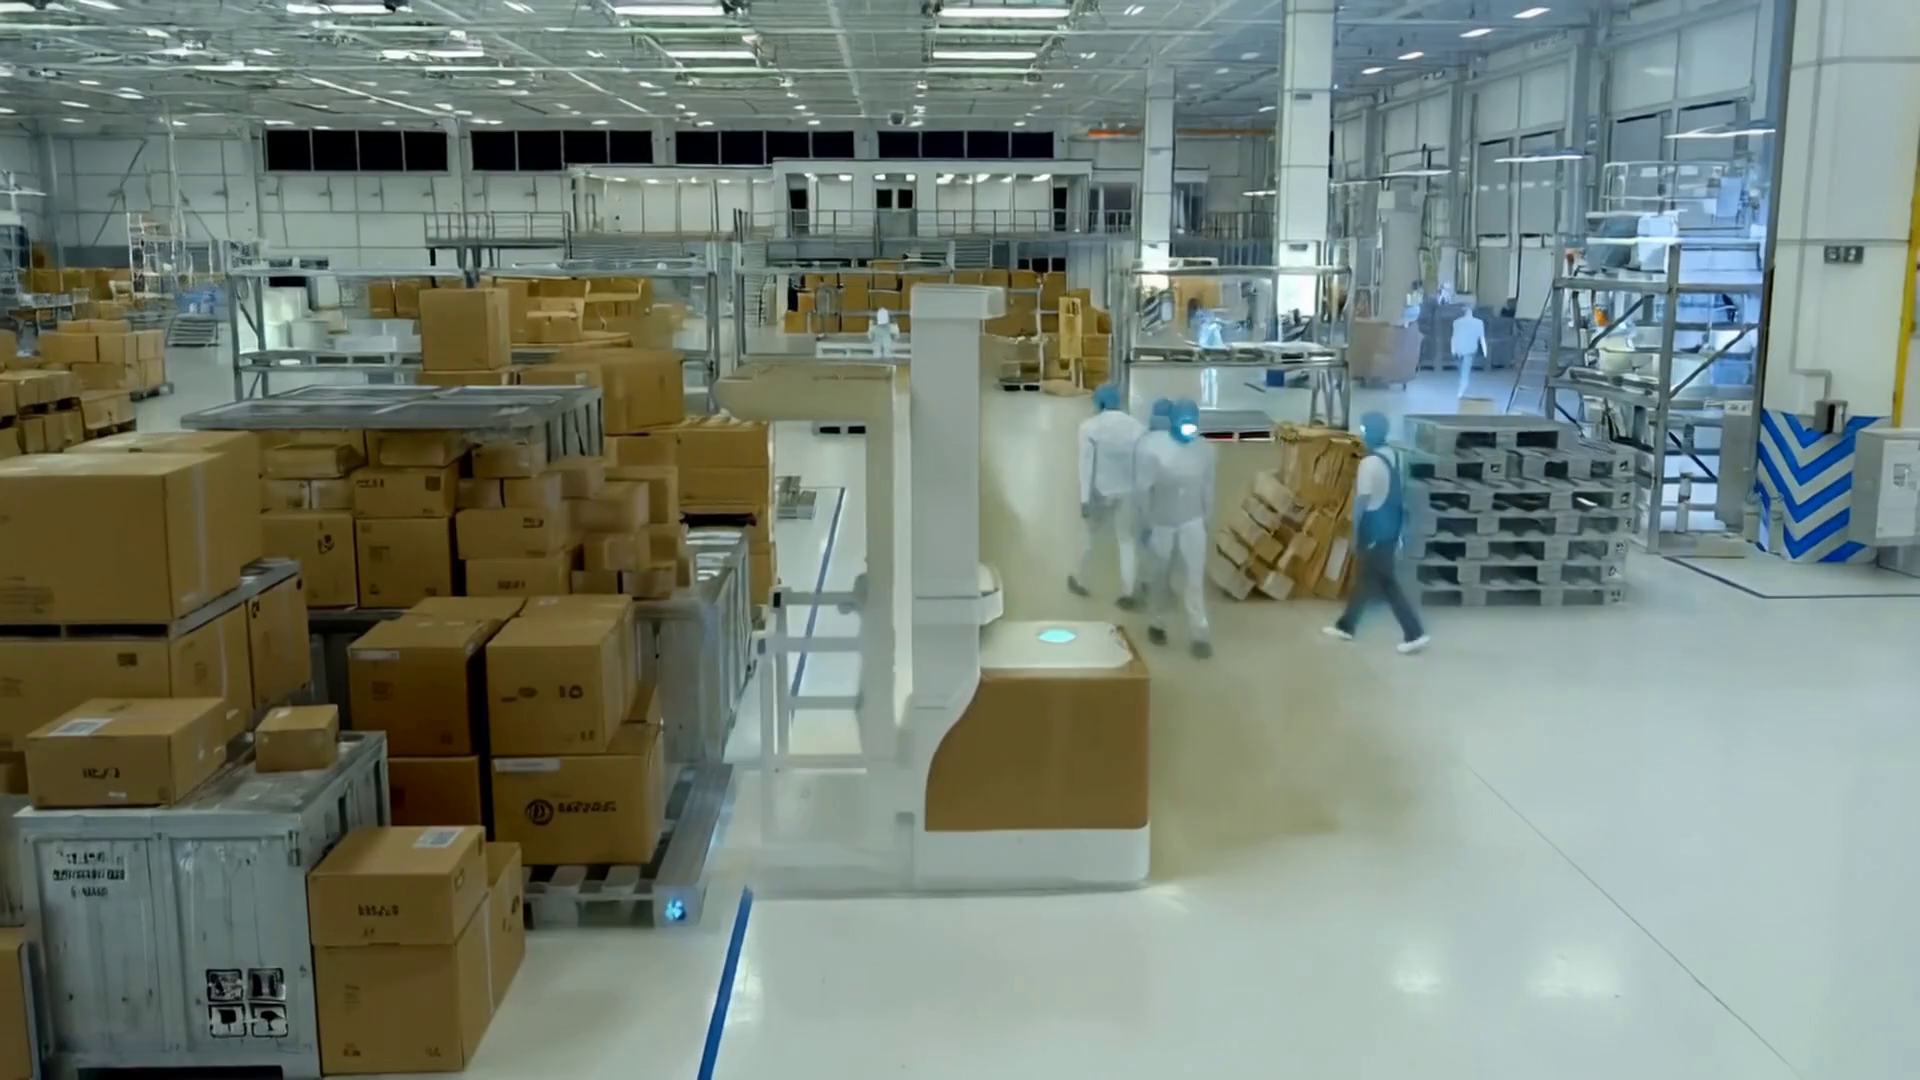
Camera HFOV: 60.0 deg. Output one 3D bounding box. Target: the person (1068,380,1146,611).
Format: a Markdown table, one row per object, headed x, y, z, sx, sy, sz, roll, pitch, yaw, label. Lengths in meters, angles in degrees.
| x | y | z | sx | sy | sz | roll | pitch | yaw | label |
| --- | --- | --- | --- | --- | --- | --- | --- | --- | --- |
| 1.235 | -0.393 | 13.935 | 0.646 | 1.885 | 0.953 | -4 | 11 | -20 | person |

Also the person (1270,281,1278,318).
| x | y | z | sx | sy | sz | roll | pitch | yaw | label |
| --- | --- | --- | --- | --- | --- | --- | --- | --- | --- |
| 10.005 | -7.290 | 52.598 | 0.701 | 1.802 | 0.697 | -7 | 12 | -33 | person |

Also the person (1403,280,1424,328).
| x | y | z | sx | sy | sz | roll | pitch | yaw | label |
| --- | --- | --- | --- | --- | --- | --- | --- | --- | --- |
| 13.098 | -6.541 | 48.086 | 0.574 | 1.926 | 0.506 | 2 | 10 | 13 | person |

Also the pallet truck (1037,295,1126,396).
| x | y | z | sx | sy | sz | roll | pitch | yaw | label |
| --- | --- | --- | --- | --- | --- | --- | --- | --- | --- |
| 2.483 | -3.881 | 33.060 | 1.885 | 1.965 | 0.823 | -7 | 13 | -36 | pallet truck |

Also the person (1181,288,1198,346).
| x | y | z | sx | sy | sz | roll | pitch | yaw | label |
| --- | --- | --- | --- | --- | --- | --- | --- | --- | --- |
| 6.662 | -6.463 | 48.299 | 0.567 | 1.677 | 0.553 | -2 | 10 | -12 | person |

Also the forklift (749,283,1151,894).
| x | y | z | sx | sy | sz | roll | pitch | yaw | label |
| --- | --- | --- | --- | --- | --- | --- | --- | --- | --- |
| -0.055 | 0.174 | 8.009 | 1.873 | 2.768 | 1.129 | 0 | 10 | -2 | forklift |

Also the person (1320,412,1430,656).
| x | y | z | sx | sy | sz | roll | pitch | yaw | label |
| --- | --- | --- | --- | --- | --- | --- | --- | --- | --- |
| 3.134 | -0.055 | 12.343 | 0.971 | 1.798 | 0.517 | 10 | 14 | 43 | person |

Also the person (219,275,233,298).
| x | y | z | sx | sy | sz | roll | pitch | yaw | label |
| --- | --- | --- | --- | --- | --- | --- | --- | --- | --- |
| -26.176 | -8.535 | 59.453 | 0.593 | 1.838 | 0.976 | 0 | 10 | 0 | person |

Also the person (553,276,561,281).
| x | y | z | sx | sy | sz | roll | pitch | yaw | label |
| --- | --- | --- | --- | --- | --- | --- | --- | --- | --- |
| -14.496 | -8.684 | 60.012 | 0.586 | 1.928 | 0.369 | 7 | 12 | 34 | person |

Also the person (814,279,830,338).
| x | y | z | sx | sy | sz | roll | pitch | yaw | label |
| --- | --- | --- | --- | --- | --- | --- | --- | --- | --- |
| -4.336 | -7.271 | 52.300 | 0.531 | 1.870 | 0.318 | 1 | 10 | 7 | person |

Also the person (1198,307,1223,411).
| x | y | z | sx | sy | sz | roll | pitch | yaw | label |
| --- | --- | --- | --- | --- | --- | --- | --- | --- | --- |
| 4.397 | -3.167 | 29.394 | 0.355 | 1.887 | 0.573 | -6 | 12 | -29 | person |

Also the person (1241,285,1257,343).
| x | y | z | sx | sy | sz | roll | pitch | yaw | label |
| --- | --- | --- | --- | --- | --- | --- | --- | --- | --- |
| 8.646 | -6.731 | 49.629 | 0.419 | 1.755 | 0.537 | -2 | 10 | -12 | person |

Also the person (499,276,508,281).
| x | y | z | sx | sy | sz | roll | pitch | yaw | label |
| --- | --- | --- | --- | --- | --- | --- | --- | --- | --- |
| -16.143 | -8.591 | 59.177 | 0.685 | 2.000 | 0.884 | 2 | 10 | 11 | person |

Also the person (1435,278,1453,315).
| x | y | z | sx | sy | sz | roll | pitch | yaw | label |
| --- | --- | --- | --- | --- | --- | --- | --- | --- | --- |
| 15.183 | -7.285 | 52.270 | 0.597 | 1.905 | 0.791 | -1 | 10 | -6 | person |

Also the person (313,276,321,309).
| x | y | z | sx | sy | sz | roll | pitch | yaw | label |
| --- | --- | --- | --- | --- | --- | --- | --- | --- | --- |
| -25.267 | -9.577 | 65.435 | 0.318 | 1.769 | 0.522 | -7 | 12 | -34 | person |

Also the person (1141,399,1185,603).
| x | y | z | sx | sy | sz | roll | pitch | yaw | label |
| --- | --- | --- | --- | --- | --- | --- | --- | --- | --- |
| 1.753 | -0.340 | 14.138 | 0.472 | 1.704 | 0.835 | -1 | 10 | -4 | person |

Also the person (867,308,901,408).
| x | y | z | sx | sy | sz | roll | pitch | yaw | label |
| --- | --- | --- | --- | --- | --- | --- | --- | --- | --- |
| -1.382 | -3.277 | 30.149 | 0.623 | 1.838 | 0.430 | 1 | 10 | 6 | person |

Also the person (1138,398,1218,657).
| x | y | z | sx | sy | sz | roll | pitch | yaw | label |
| --- | --- | --- | --- | --- | --- | --- | --- | --- | --- |
| 1.616 | -0.091 | 12.256 | 0.651 | 1.884 | 1.008 | -2 | 10 | -9 | person |

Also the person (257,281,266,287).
| x | y | z | sx | sy | sz | roll | pitch | yaw | label |
| --- | --- | --- | --- | --- | --- | --- | --- | --- | --- |
| -20.487 | -6.701 | 49.049 | 0.552 | 1.898 | 0.983 | 7 | 12 | 35 | person |

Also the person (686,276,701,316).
| x | y | z | sx | sy | sz | roll | pitch | yaw | label |
| --- | --- | --- | --- | --- | --- | --- | --- | --- | --- |
| -8.368 | -7.274 | 51.991 | 0.604 | 2.002 | 0.862 | -4 | 11 | -22 | person |

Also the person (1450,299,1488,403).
| x | y | z | sx | sy | sz | roll | pitch | yaw | label |
| --- | --- | --- | --- | --- | --- | --- | --- | --- | --- |
| 9.689 | -3.581 | 31.506 | 0.939 | 1.954 | 0.623 | -8 | 13 | -39 | person |

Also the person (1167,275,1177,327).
| x | y | z | sx | sy | sz | roll | pitch | yaw | label |
| --- | --- | --- | --- | --- | --- | --- | --- | --- | --- |
| 7.533 | -8.611 | 59.420 | 0.395 | 1.993 | 0.614 | 2 | 10 | 9 | person |
